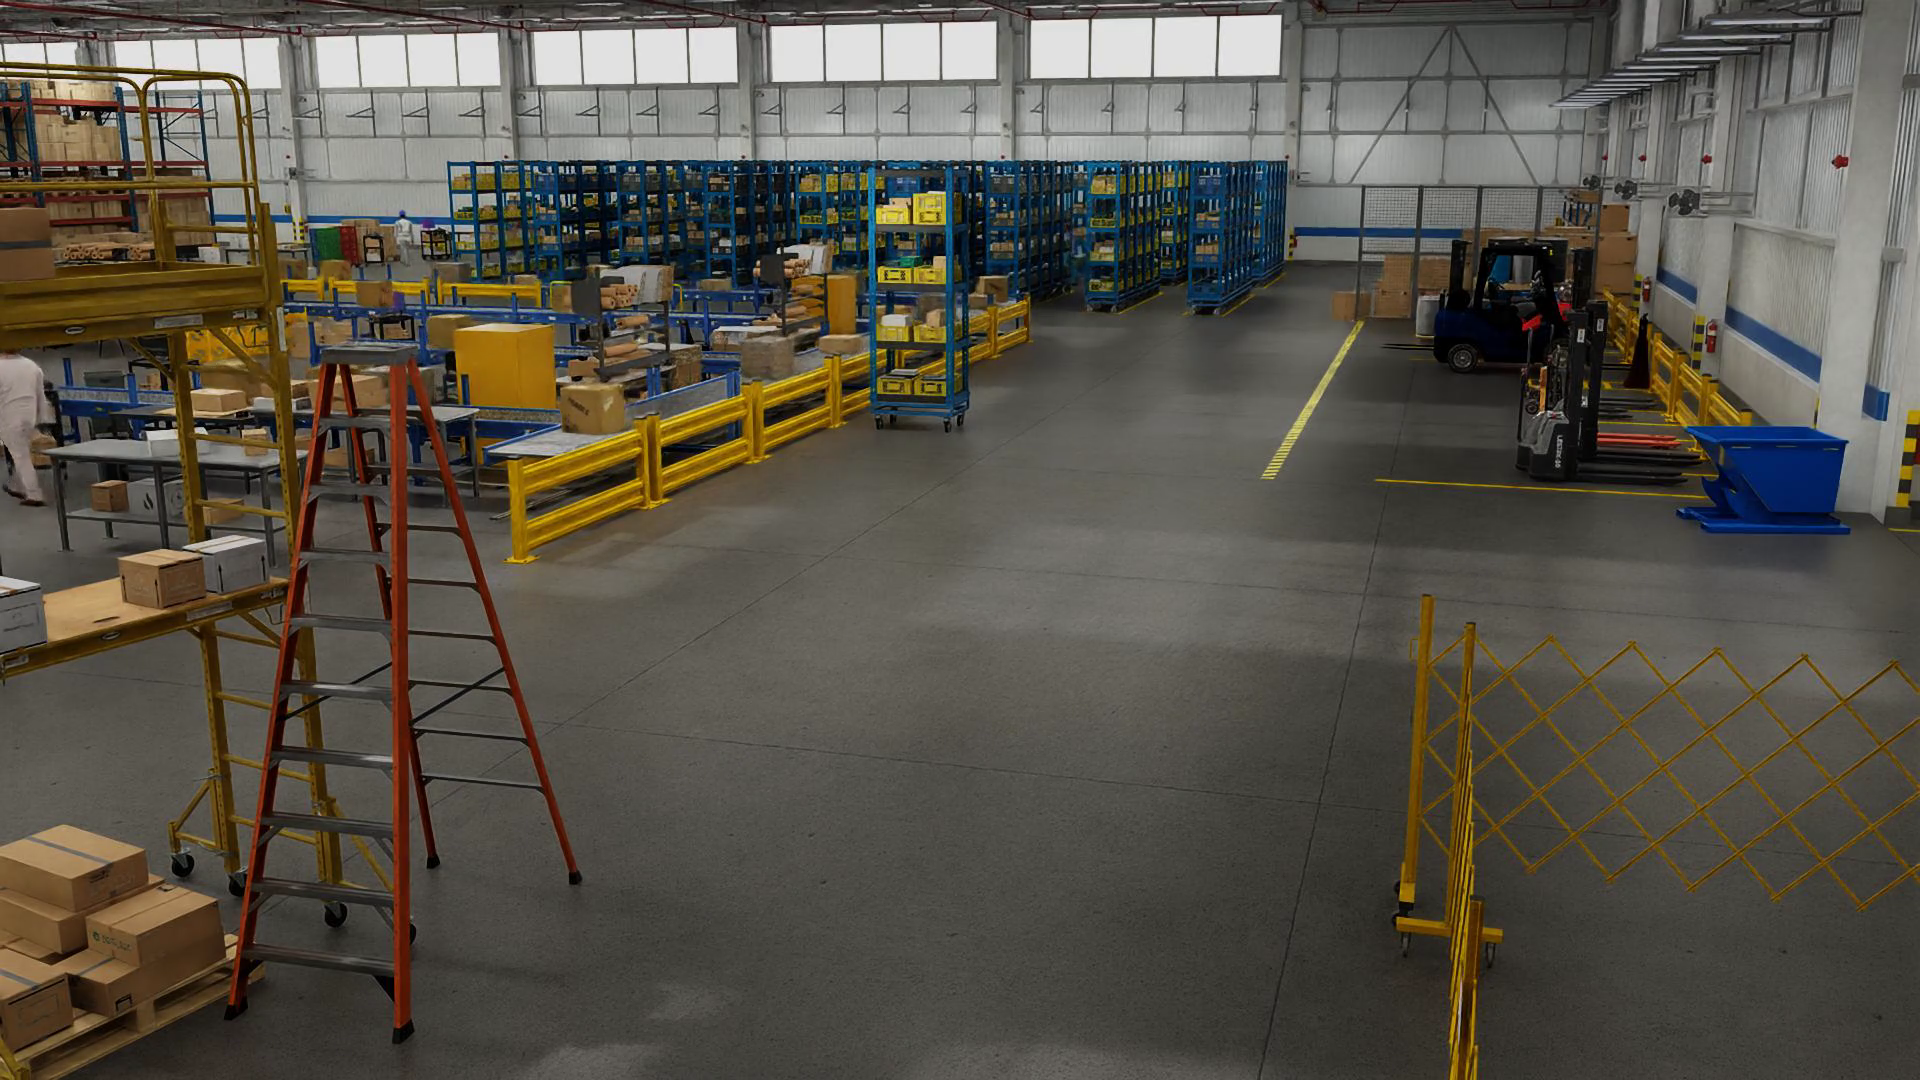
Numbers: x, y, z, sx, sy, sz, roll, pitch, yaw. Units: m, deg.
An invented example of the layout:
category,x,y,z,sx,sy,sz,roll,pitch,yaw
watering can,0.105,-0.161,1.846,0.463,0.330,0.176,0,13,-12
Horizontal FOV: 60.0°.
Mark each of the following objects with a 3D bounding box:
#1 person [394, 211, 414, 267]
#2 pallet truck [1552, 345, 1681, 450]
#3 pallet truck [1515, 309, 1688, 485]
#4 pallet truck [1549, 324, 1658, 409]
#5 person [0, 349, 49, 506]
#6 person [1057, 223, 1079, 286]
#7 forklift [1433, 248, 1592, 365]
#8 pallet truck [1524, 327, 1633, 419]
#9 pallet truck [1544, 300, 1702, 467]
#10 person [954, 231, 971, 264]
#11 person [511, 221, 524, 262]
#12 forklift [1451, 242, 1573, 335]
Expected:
category,x,y,z,sx,sy,sz,roll,pitch,yaw
person,-19.093,-10.319,57.024,0.606,1.879,1.033,-13,18,-43
pallet truck,8.641,-1.896,21.908,1.630,1.274,0.653,4,14,16
pallet truck,7.554,-1.677,19.446,1.885,1.965,0.823,3,13,14
pallet truck,9.824,-2.669,25.407,1.601,1.201,0.680,4,14,16
person,-10.396,-1.308,18.144,0.971,1.860,0.651,6,14,23
person,3.073,-8.351,48.664,0.912,1.809,0.605,2,13,11
forklift,9.780,-4.111,29.280,2.680,1.987,1.157,3,13,14
pallet truck,9.065,-2.460,24.370,1.522,1.261,0.704,3,13,14
pallet truck,8.263,-1.952,20.631,1.885,1.965,0.823,5,14,20
person,0.082,-8.831,50.700,0.588,1.835,0.403,3,13,11
person,-13.499,-8.843,50.486,0.825,1.967,0.631,2,13,10
forklift,10.464,-4.597,31.405,2.680,1.987,1.157,4,14,16
